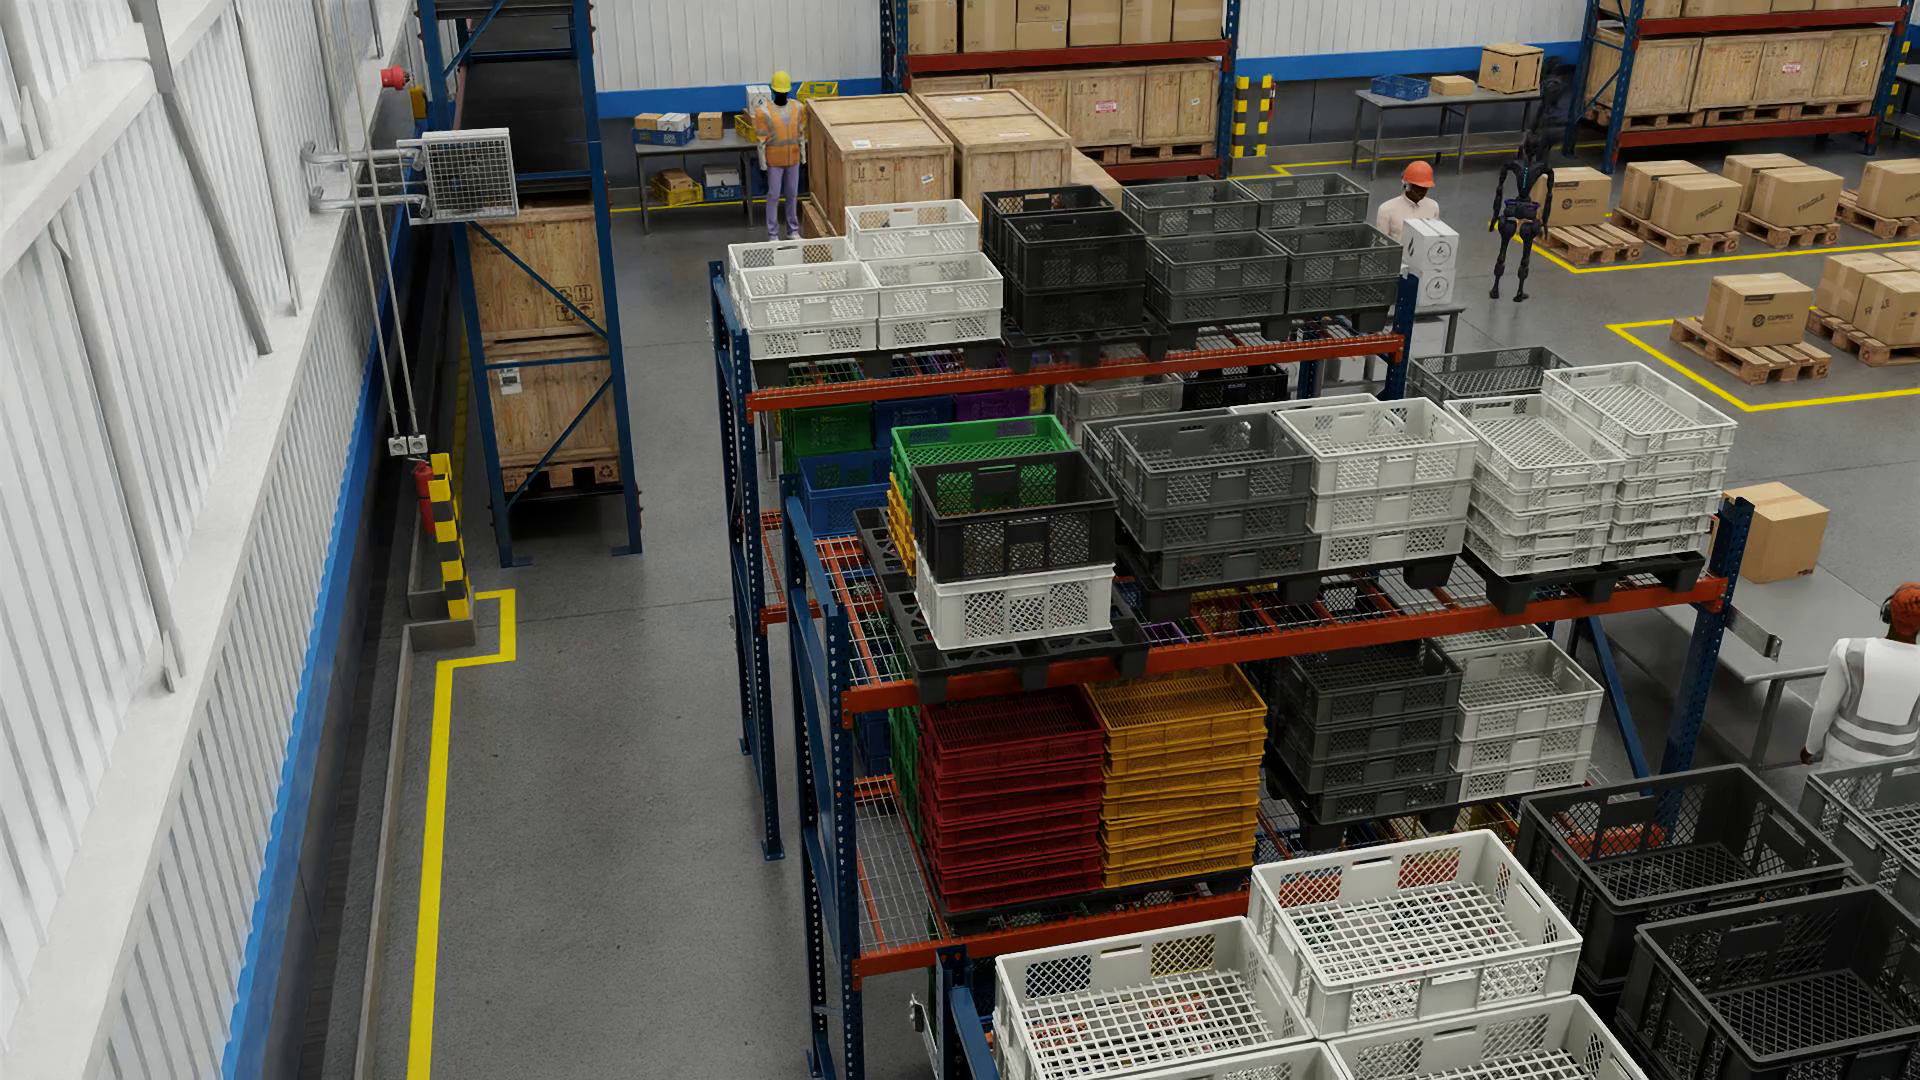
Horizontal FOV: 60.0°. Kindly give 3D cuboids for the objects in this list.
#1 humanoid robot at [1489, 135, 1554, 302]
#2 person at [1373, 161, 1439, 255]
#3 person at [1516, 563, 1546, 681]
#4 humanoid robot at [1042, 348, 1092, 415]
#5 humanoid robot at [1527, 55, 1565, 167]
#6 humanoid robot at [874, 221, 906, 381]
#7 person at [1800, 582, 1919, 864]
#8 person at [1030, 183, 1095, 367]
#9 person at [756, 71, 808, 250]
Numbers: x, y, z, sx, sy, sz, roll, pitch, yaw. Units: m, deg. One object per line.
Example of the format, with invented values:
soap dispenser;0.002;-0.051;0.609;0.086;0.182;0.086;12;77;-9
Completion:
humanoid robot;5.610;-3.226;16.653;0.559;1.653;0.304;14;31;24
person;3.920;-2.378;14.724;0.618;1.987;0.402;-7;29;-13
person;3.484;0.138;10.195;0.359;1.753;0.516;2;28;4
humanoid robot;0.857;-0.626;11.778;0.623;1.637;0.638;-20;34;-32
humanoid robot;7.093;-4.992;20.017;0.516;1.632;0.623;3;28;7
humanoid robot;-0.701;-1.944;14.237;0.698;1.644;0.479;15;31;26
person;4.528;1.062;8.298;0.582;1.882;0.339;11;30;20
person;0.894;-2.124;14.177;0.714;2.000;0.630;-10;30;-19
person;-1.919;-4.143;18.131;0.589;1.923;0.379;-17;32;-29
